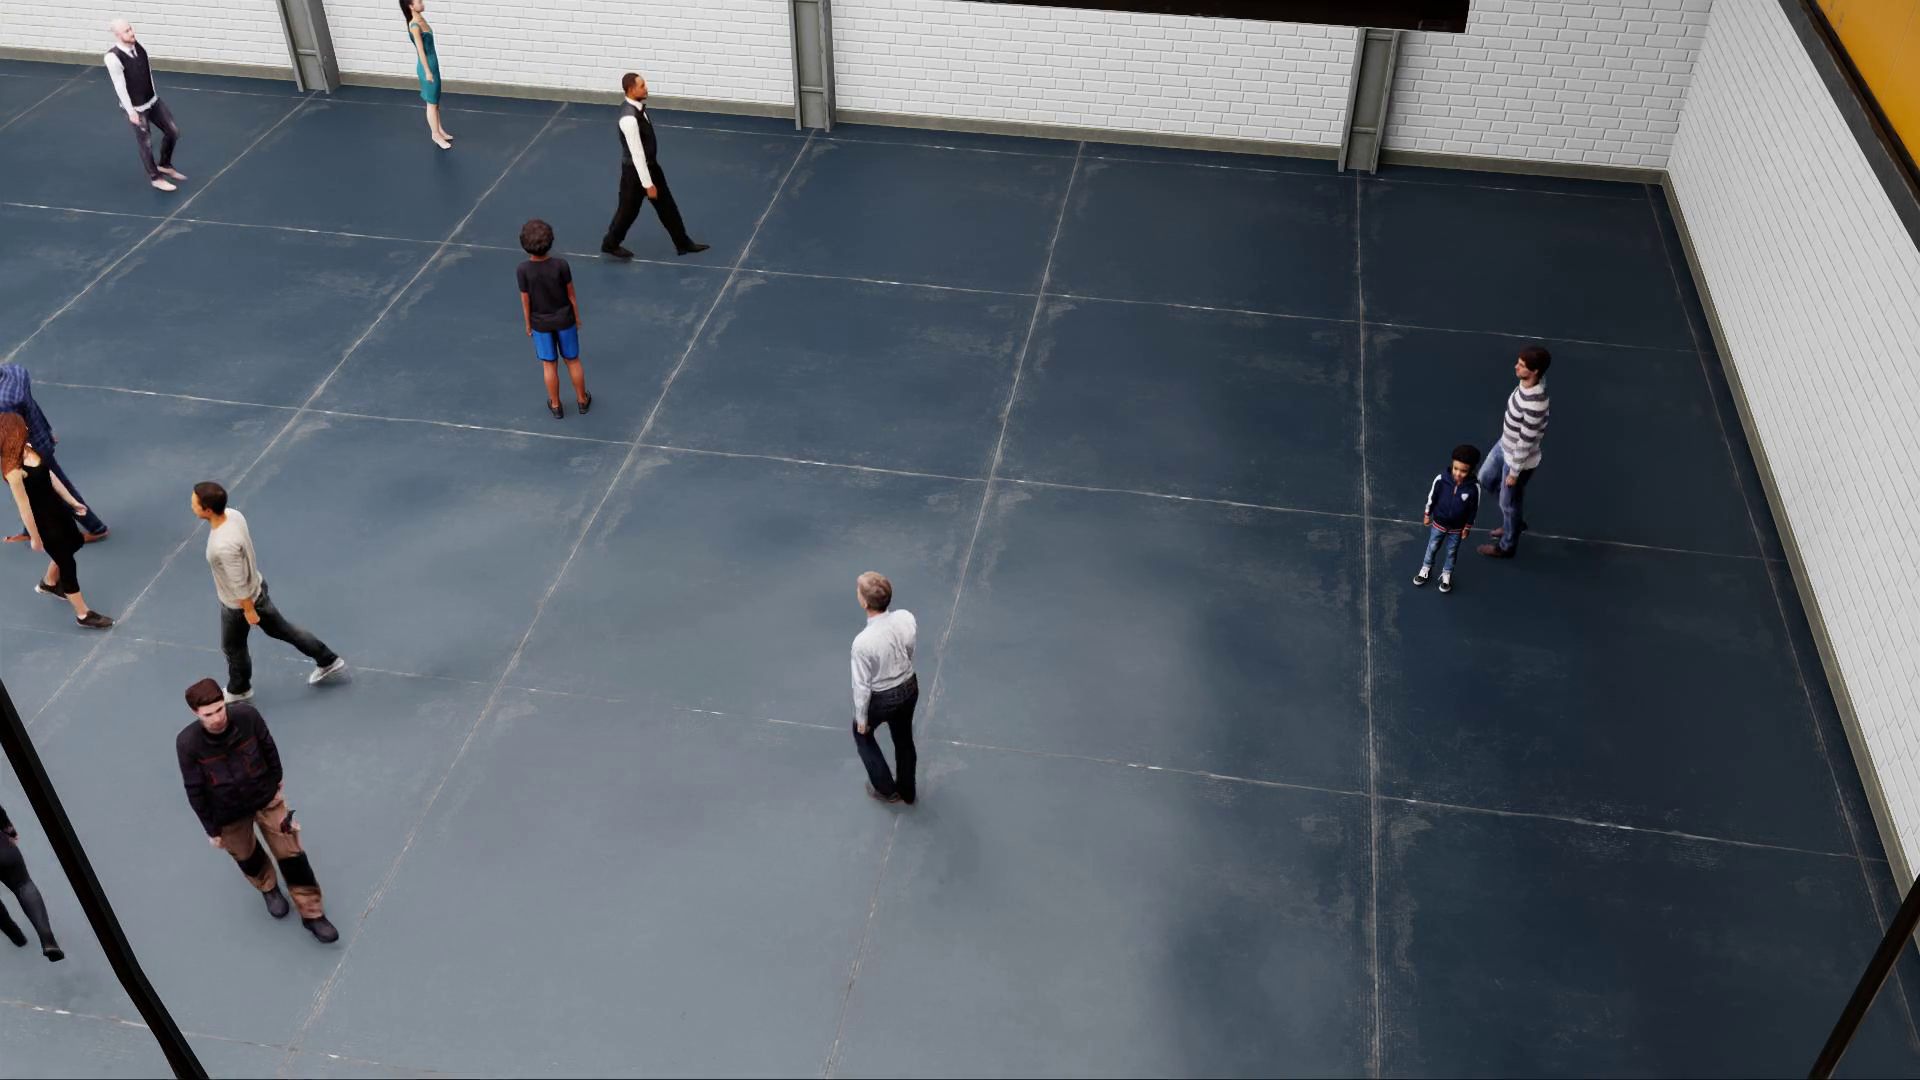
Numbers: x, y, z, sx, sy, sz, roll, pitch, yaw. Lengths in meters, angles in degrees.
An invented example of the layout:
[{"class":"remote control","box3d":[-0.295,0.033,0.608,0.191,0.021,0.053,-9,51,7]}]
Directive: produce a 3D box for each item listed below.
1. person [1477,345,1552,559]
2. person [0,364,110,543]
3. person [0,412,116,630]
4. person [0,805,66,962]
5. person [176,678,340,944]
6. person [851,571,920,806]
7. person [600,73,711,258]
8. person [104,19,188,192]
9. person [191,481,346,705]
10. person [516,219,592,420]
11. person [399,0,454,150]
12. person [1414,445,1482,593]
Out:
[{"class":"person","box3d":[4.193,-0.635,12.216,0.665,1.840,0.681,5,39,6]},{"class":"person","box3d":[-6.768,-0.670,12.299,1.103,1.792,0.957,-11,40,-13]},{"class":"person","box3d":[-6.491,-0.165,11.743,0.902,1.696,0.755,1,39,1]},{"class":"person","box3d":[-5.454,1.793,9.314,1.002,1.667,0.881,31,48,33]},{"class":"person","box3d":[-4.127,1.471,9.531,1.033,1.899,1.108,-25,45,-28]},{"class":"person","box3d":[-0.388,0.992,10.210,0.799,1.801,0.847,-25,45,-28]},{"class":"person","box3d":[-3.124,-3.483,15.762,1.349,1.866,0.874,0,39,0]},{"class":"person","box3d":[-8.434,-4.438,17.003,0.684,1.809,0.740,13,40,15]},{"class":"person","box3d":[-4.649,0.347,11.038,1.242,1.776,0.989,-9,40,-11]},{"class":"person","box3d":[-3.363,-1.819,13.731,0.662,1.800,0.764,-11,40,-13]},{"class":"person","box3d":[-5.719,-5.056,17.876,0.575,1.686,0.600,-4,39,-5]},{"class":"person","box3d":[3.582,-0.172,12.133,0.513,1.221,0.632,18,42,21]}]
